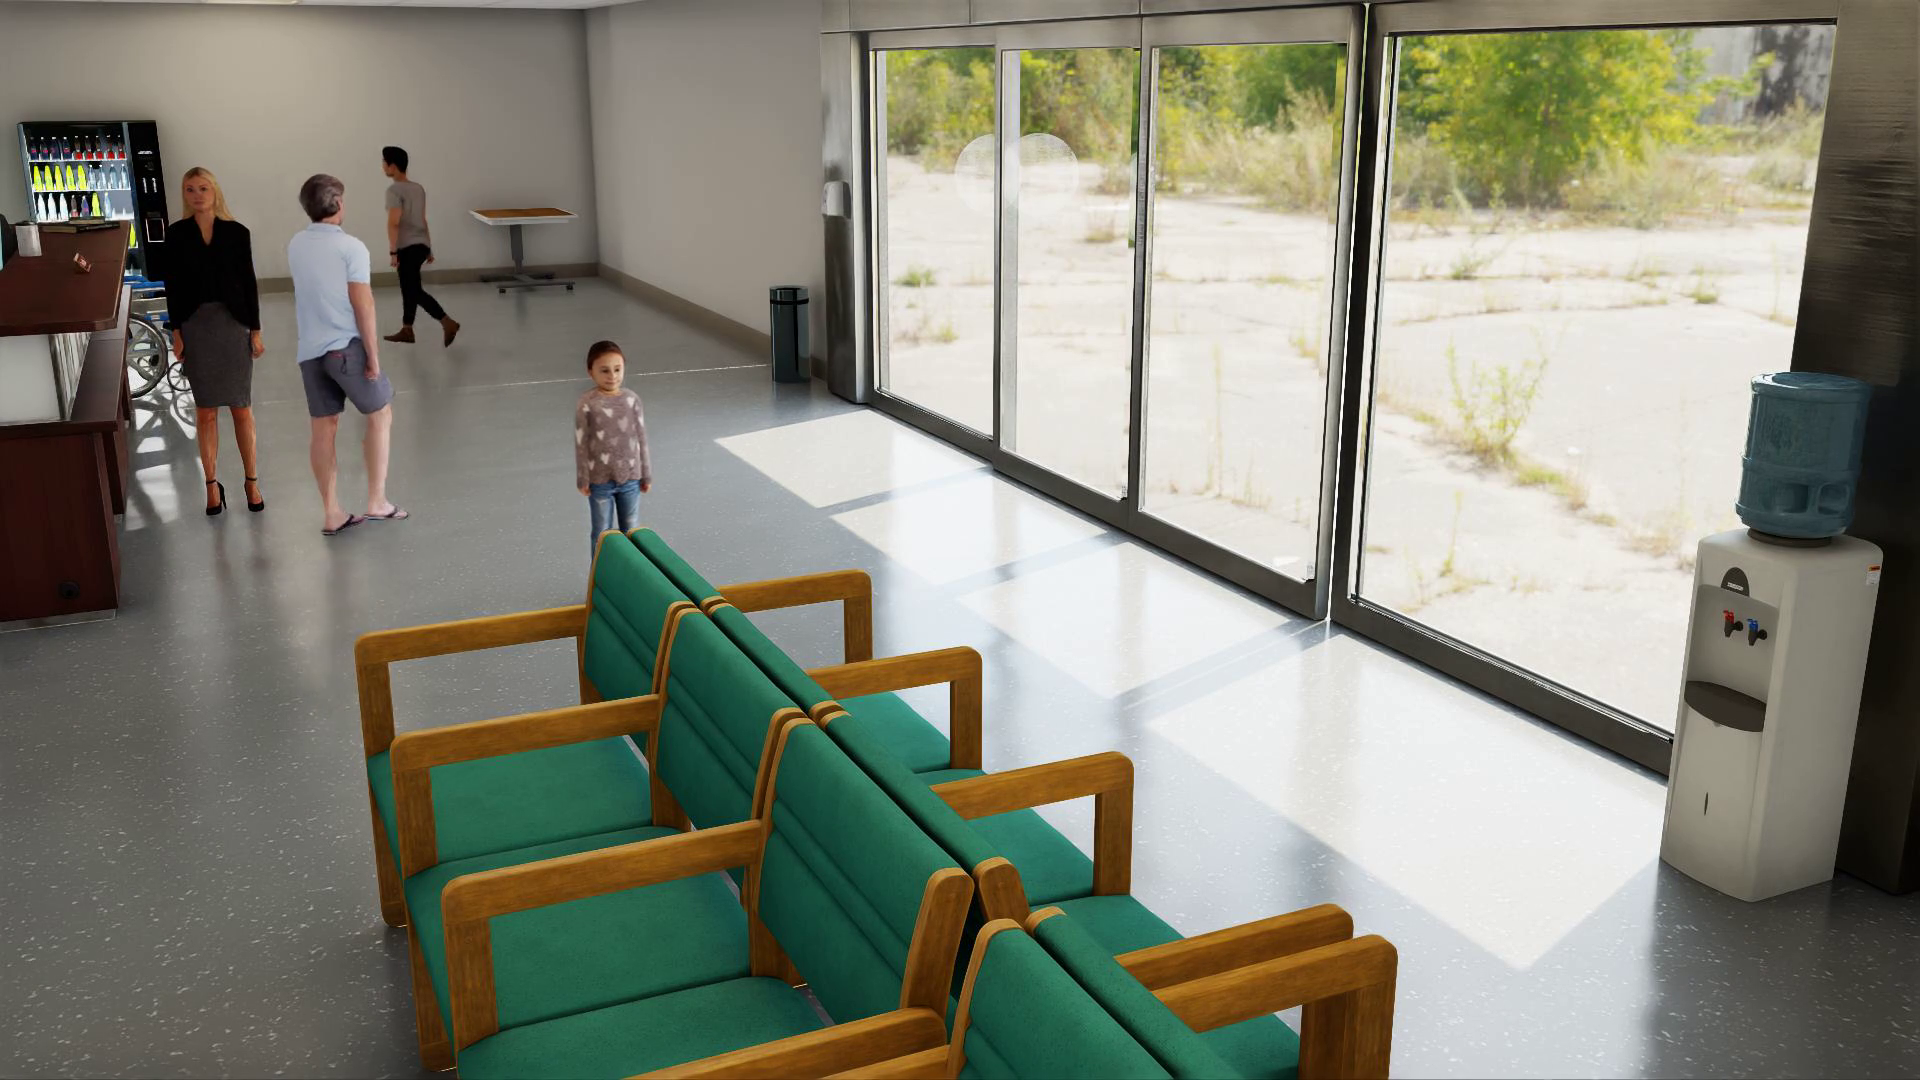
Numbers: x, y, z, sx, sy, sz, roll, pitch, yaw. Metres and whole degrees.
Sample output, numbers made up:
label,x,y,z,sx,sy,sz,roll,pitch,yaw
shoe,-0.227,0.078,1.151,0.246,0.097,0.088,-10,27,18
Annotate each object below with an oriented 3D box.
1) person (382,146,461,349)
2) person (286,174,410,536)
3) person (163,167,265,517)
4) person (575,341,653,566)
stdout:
label,x,y,z,sx,sy,sz,roll,pitch,yaw
person,-4.606,-2.464,14.171,1.168,1.680,1.082,5,17,18
person,-3.218,-0.906,8.404,0.786,1.812,0.851,4,16,15
person,-3.941,-1.043,8.829,0.485,1.844,0.663,-6,17,-21
person,-1.541,-0.299,7.390,0.404,1.194,0.538,-7,17,-22
